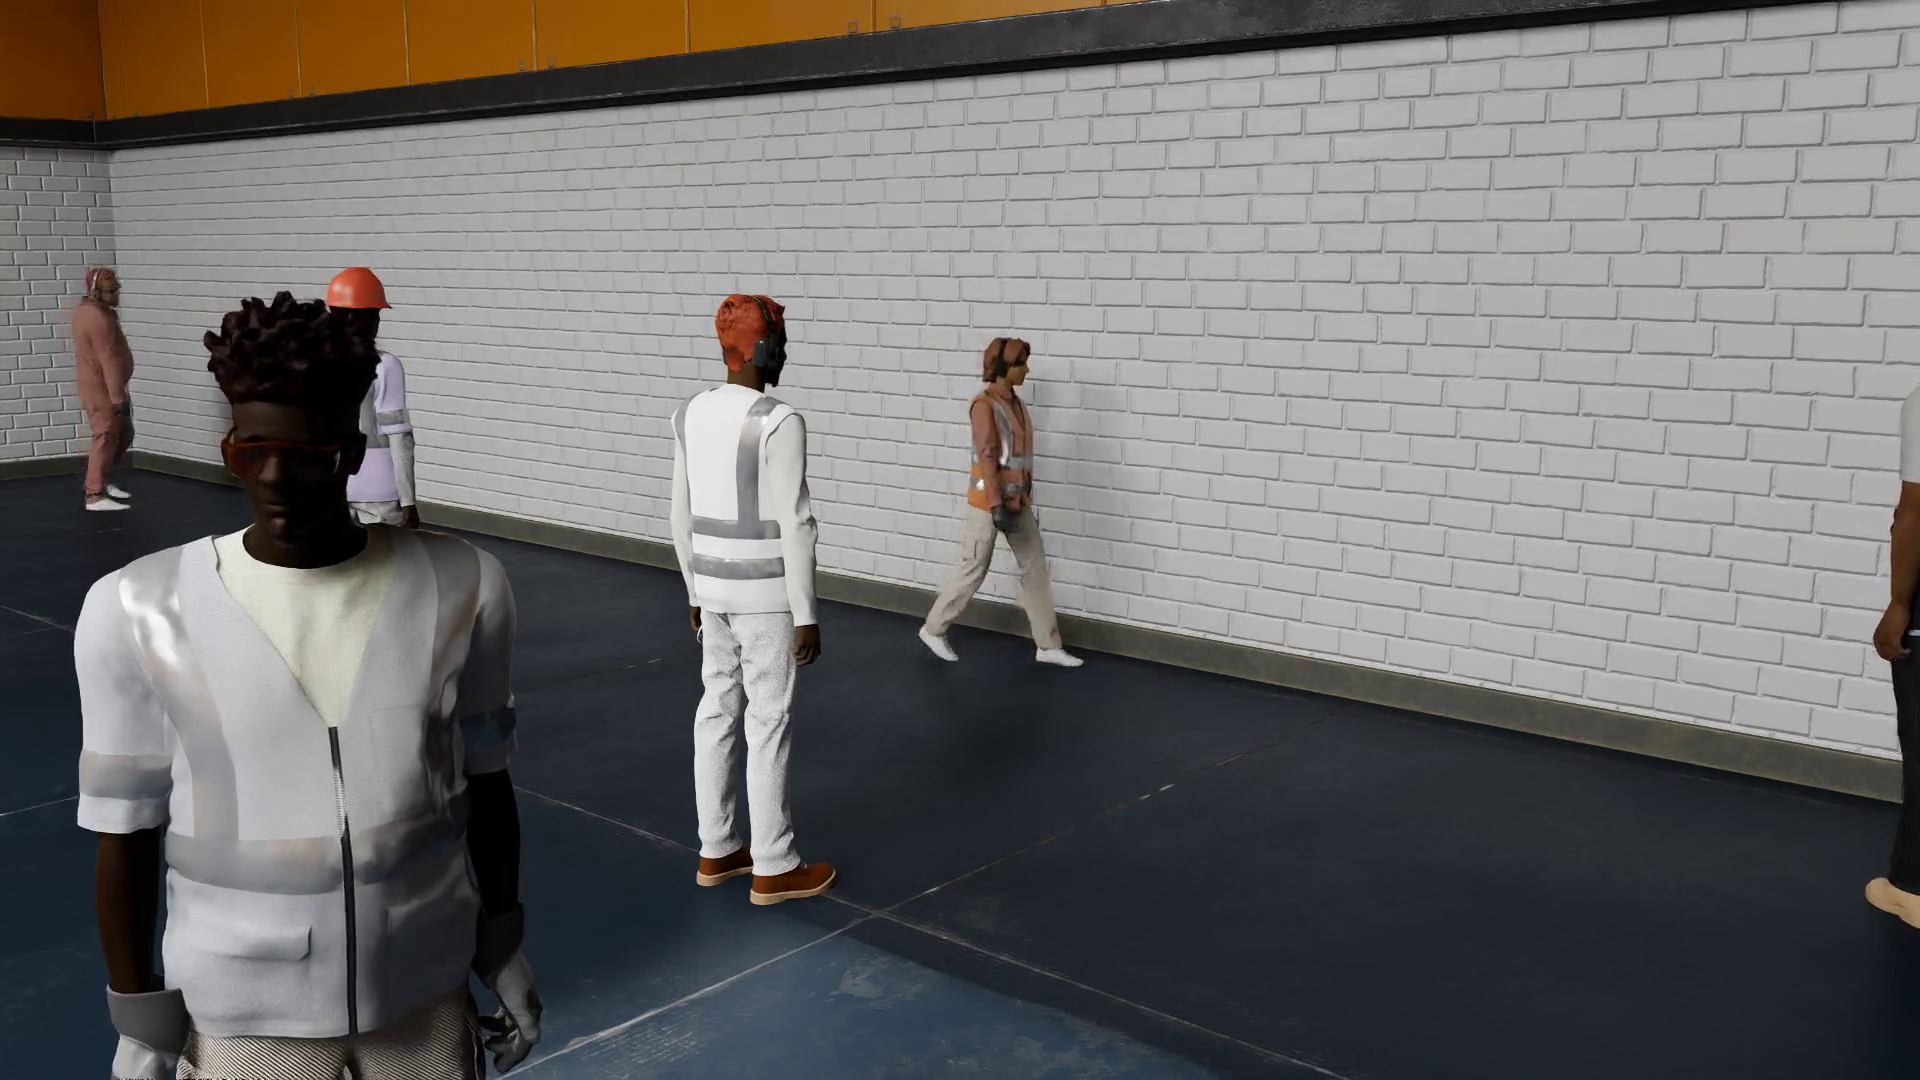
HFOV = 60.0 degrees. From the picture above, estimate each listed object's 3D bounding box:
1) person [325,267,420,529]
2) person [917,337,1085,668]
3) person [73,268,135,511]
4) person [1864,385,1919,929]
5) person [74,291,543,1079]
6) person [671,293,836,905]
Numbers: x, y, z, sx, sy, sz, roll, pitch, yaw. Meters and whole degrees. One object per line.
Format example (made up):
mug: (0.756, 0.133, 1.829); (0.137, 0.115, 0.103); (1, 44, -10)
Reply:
person: (-2.628, -0.226, 7.359); (0.547, 1.938, 0.359); (3, 10, 17)
person: (0.178, -0.181, 8.041); (0.801, 1.604, 0.517); (6, 12, 30)
person: (-6.582, -1.143, 12.814); (0.428, 1.874, 0.739); (-6, 12, -30)
person: (3.063, 0.142, 4.973); (0.700, 2.000, 0.535); (0, 10, 1)
person: (-0.918, 0.626, 2.428); (0.611, 1.962, 0.364); (-6, 12, -31)
person: (-0.650, 0.185, 5.171); (0.585, 1.883, 0.340); (9, 13, 42)
